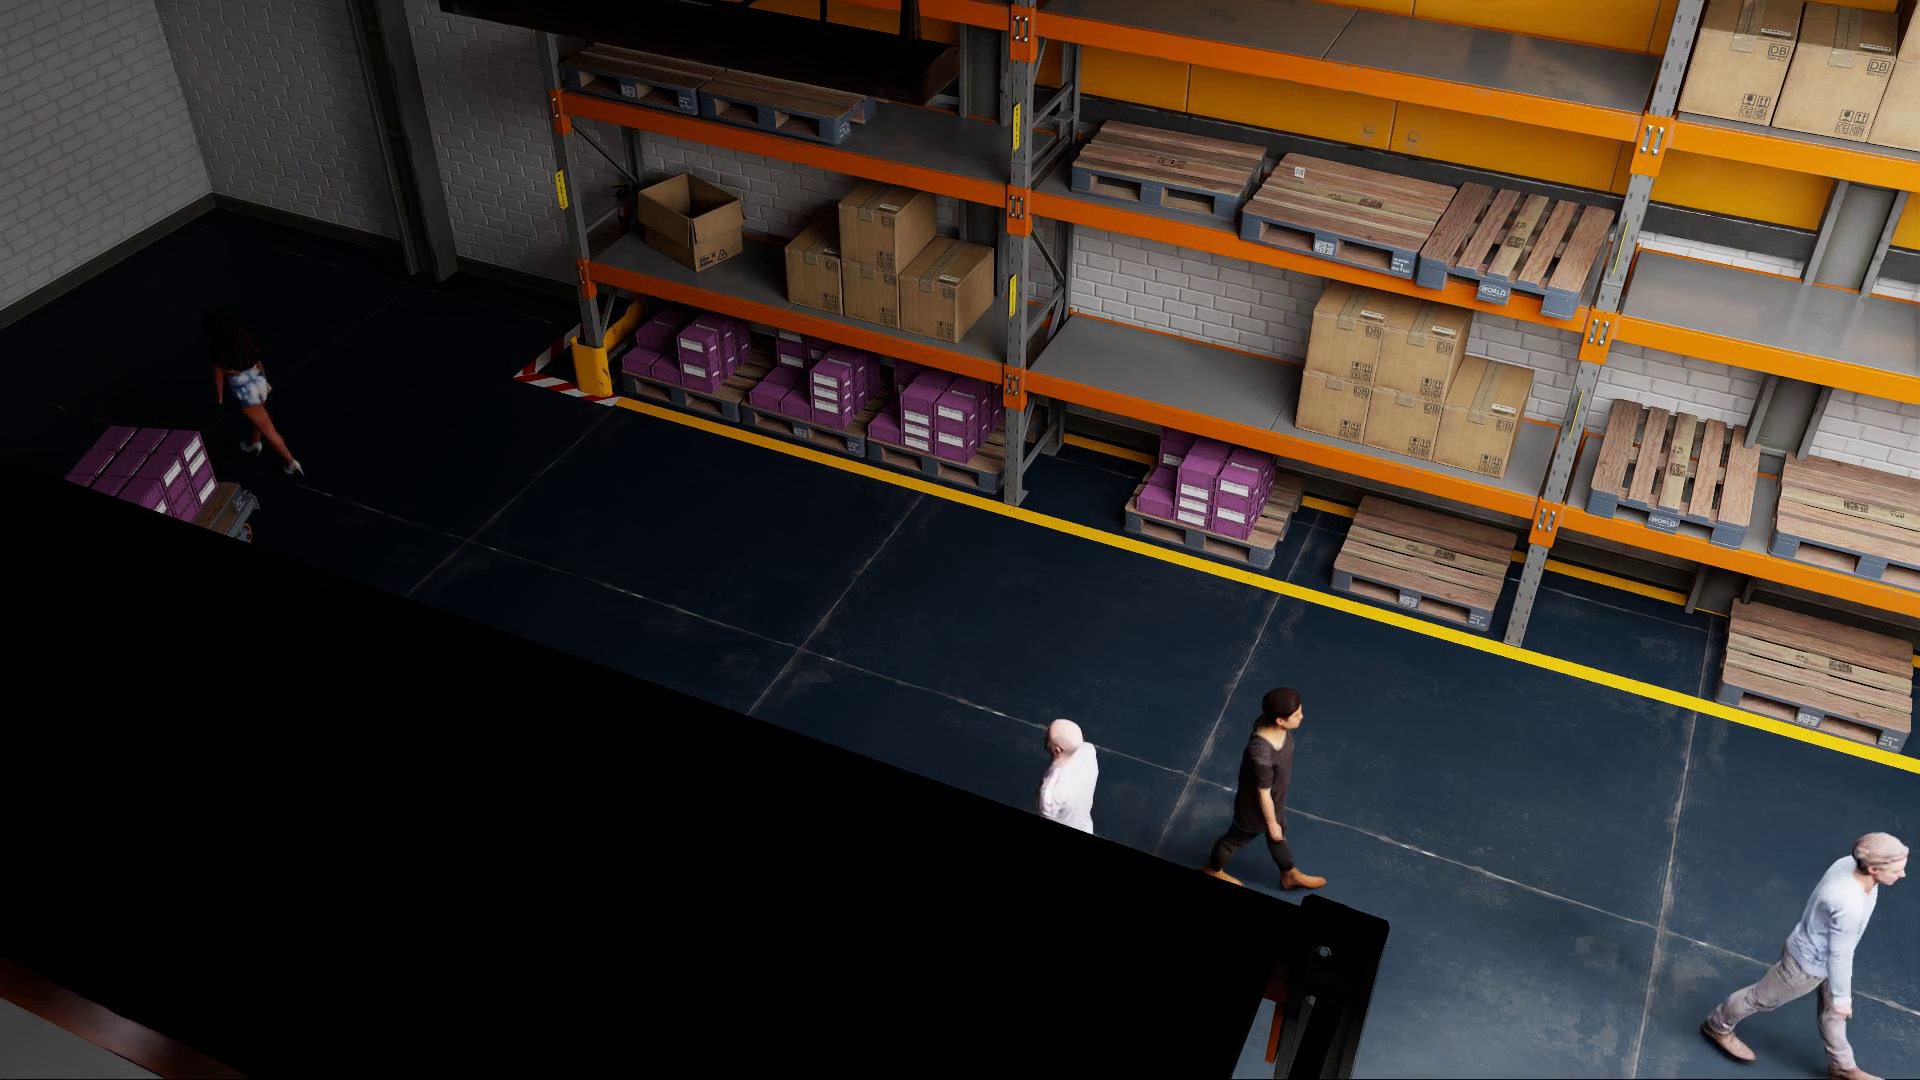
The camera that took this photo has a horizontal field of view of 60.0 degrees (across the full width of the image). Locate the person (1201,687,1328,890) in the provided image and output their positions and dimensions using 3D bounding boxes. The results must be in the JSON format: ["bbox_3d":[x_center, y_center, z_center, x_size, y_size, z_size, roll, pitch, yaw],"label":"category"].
[{"bbox_3d":[1.702,1.506,9.885,0.956,1.690,0.611,16,41,19],"label":"person"}]

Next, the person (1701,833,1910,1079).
[{"bbox_3d":[4.470,2.198,8.898,1.250,1.840,0.927,31,48,33],"label":"person"}]

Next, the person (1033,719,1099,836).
[{"bbox_3d":[0.659,1.760,9.487,1.151,1.789,0.723,18,42,22],"label":"person"}]

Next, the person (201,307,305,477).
[{"bbox_3d":[-5.602,-1.123,13.269,0.934,1.575,0.624,13,40,16],"label":"person"}]
